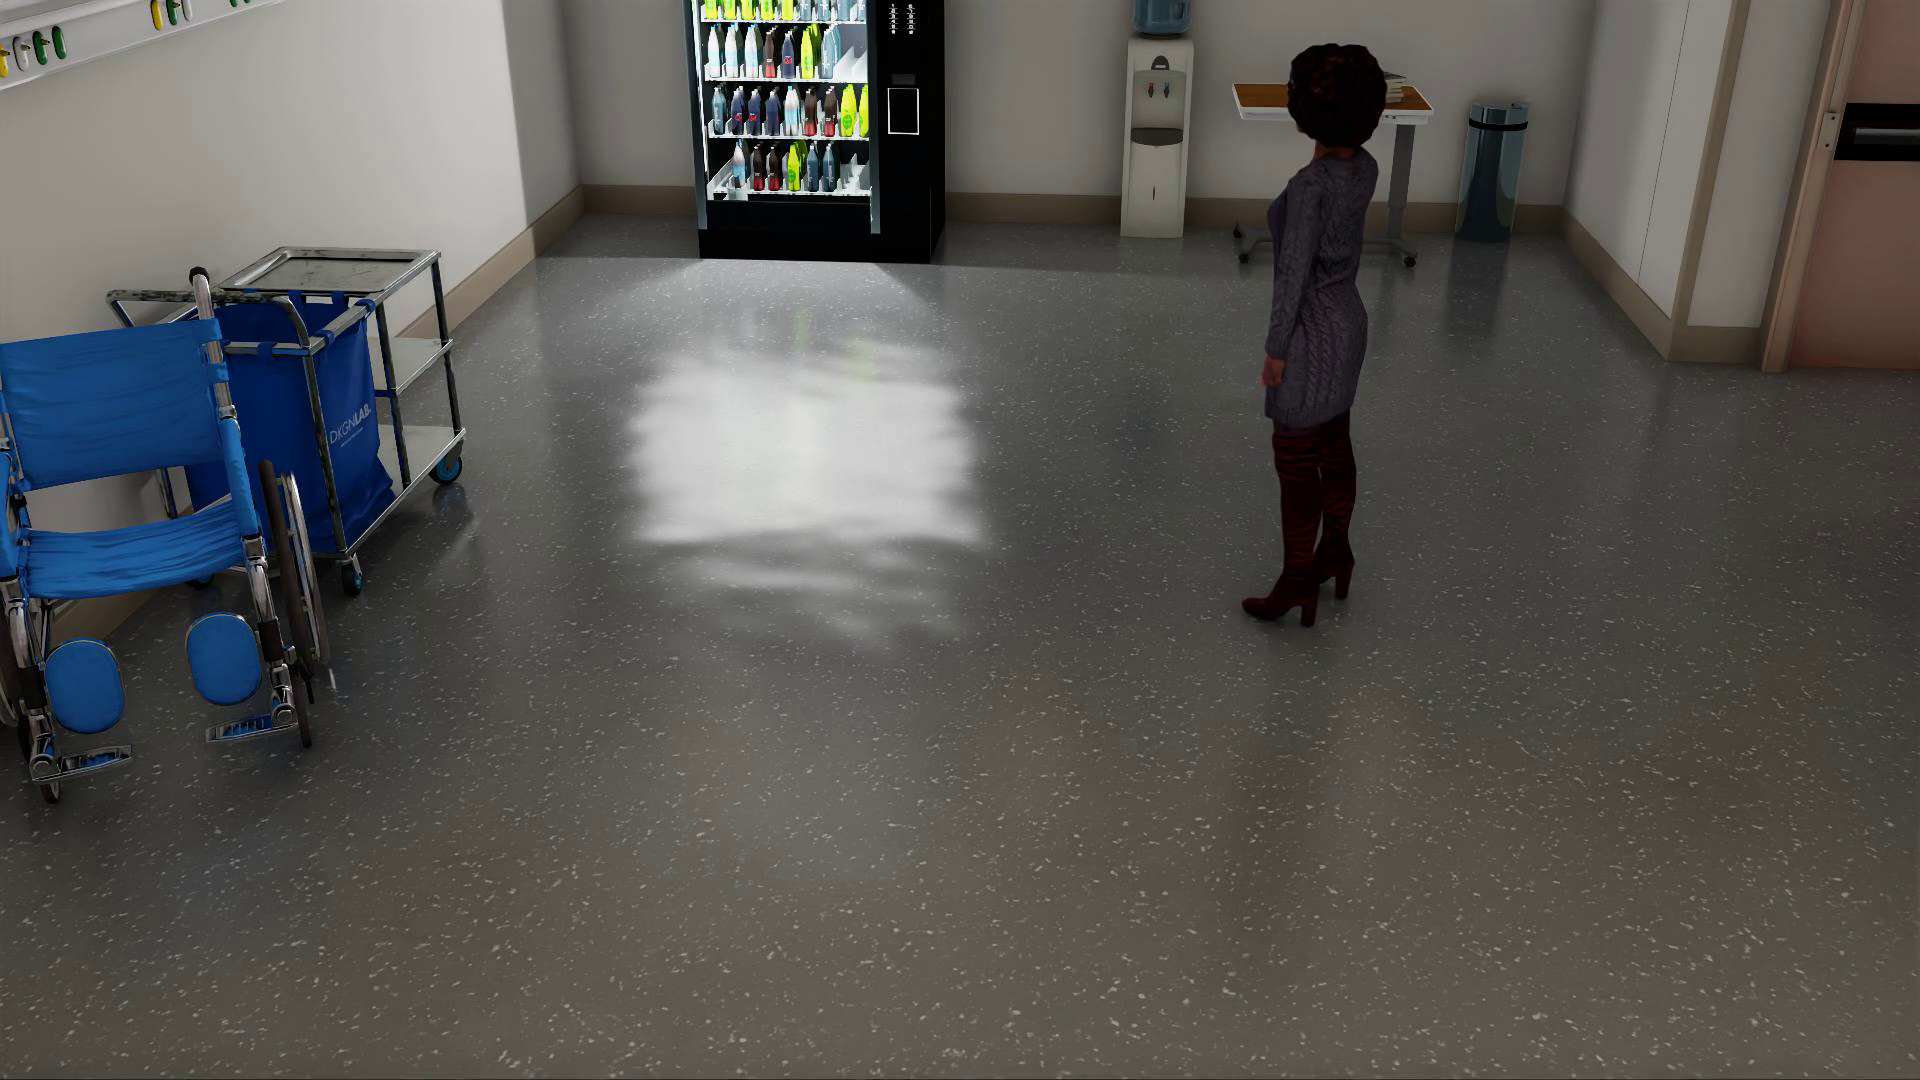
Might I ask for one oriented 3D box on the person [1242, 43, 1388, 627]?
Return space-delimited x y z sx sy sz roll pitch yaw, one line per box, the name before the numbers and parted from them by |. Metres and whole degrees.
person | 1.058 -0.573 4.884 0.679 1.706 0.656 19 32 34
